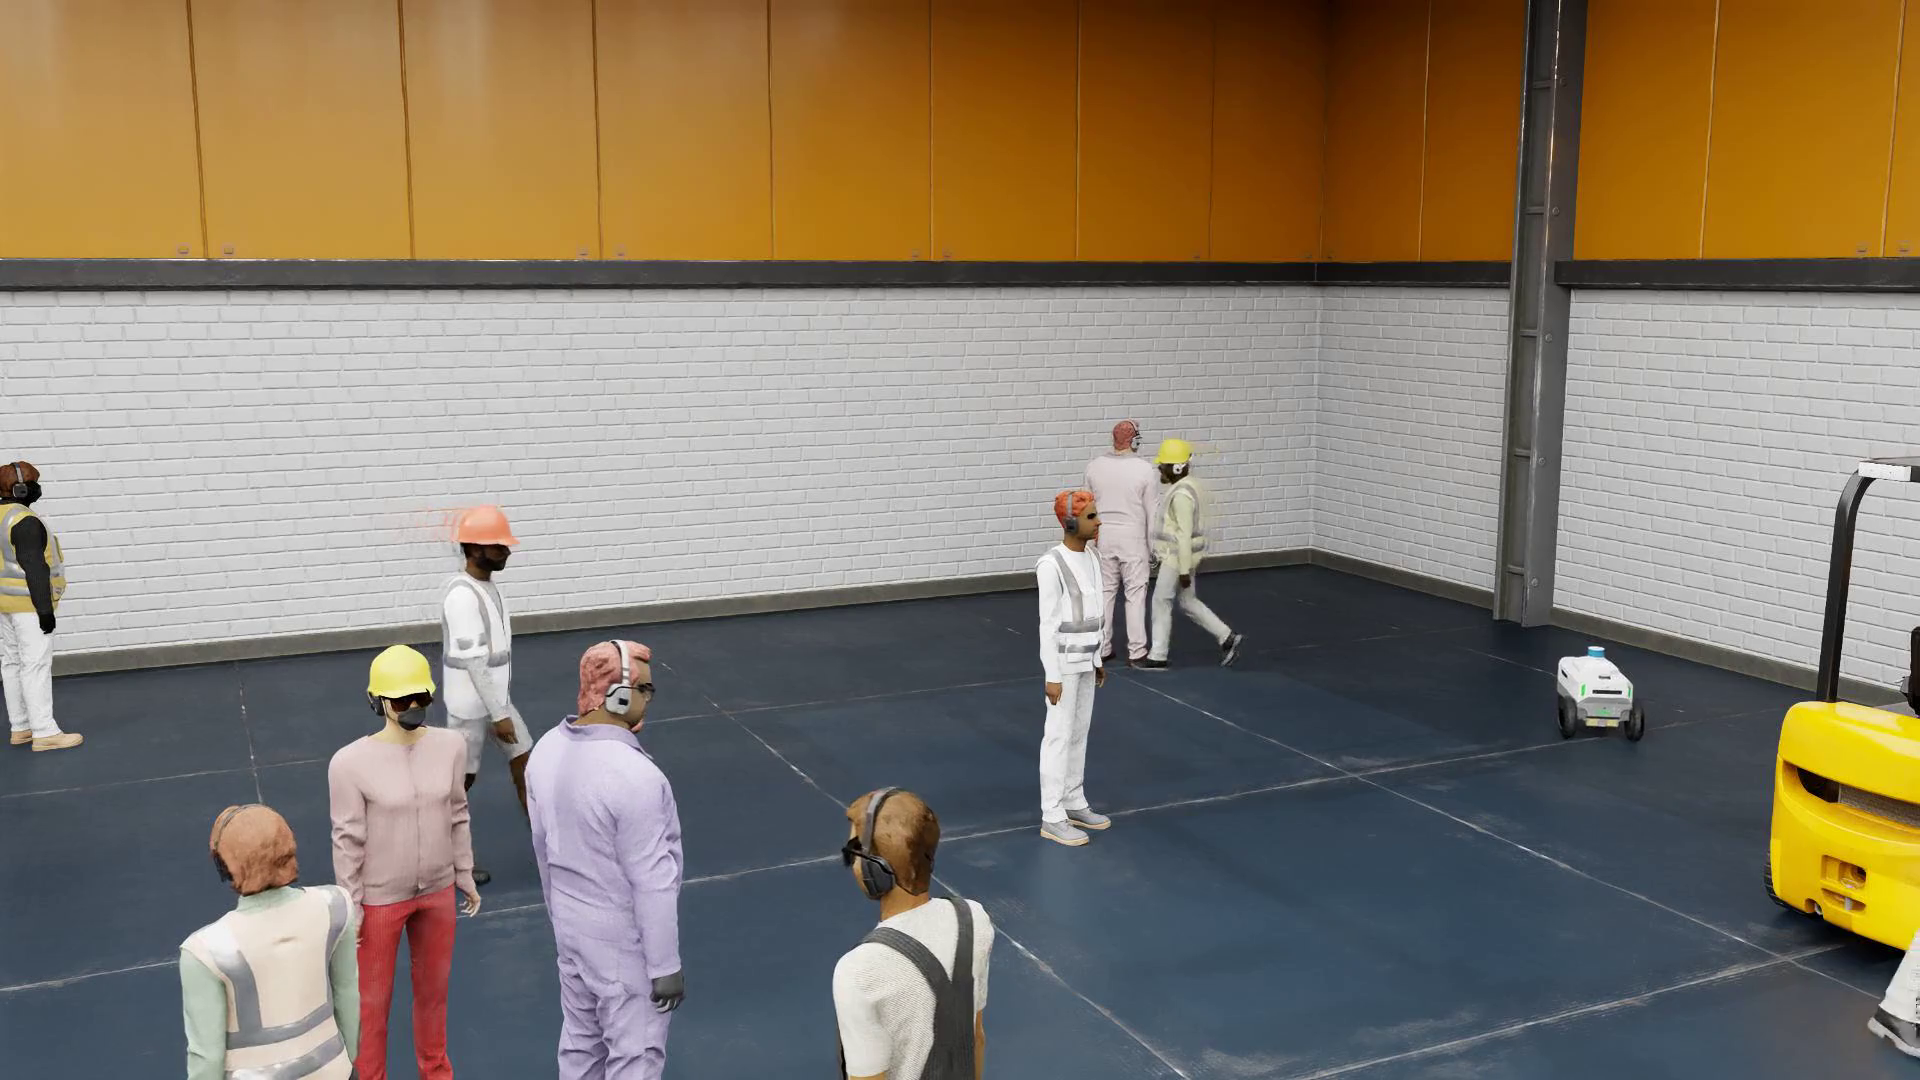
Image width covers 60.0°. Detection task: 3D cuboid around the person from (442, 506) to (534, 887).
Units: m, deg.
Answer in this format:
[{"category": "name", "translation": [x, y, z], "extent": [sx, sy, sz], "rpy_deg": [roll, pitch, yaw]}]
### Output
[{"category": "person", "translation": [-2.212, 0.785, 8.127], "extent": [0.914, 1.898, 0.558], "rpy_deg": [1, 9, 5]}]

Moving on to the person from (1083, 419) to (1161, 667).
[{"category": "person", "translation": [1.276, 0.022, 12.848], "extent": [0.651, 1.906, 0.403], "rpy_deg": [6, 11, 32]}]

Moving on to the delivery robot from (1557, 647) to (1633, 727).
[{"category": "delivery robot", "translation": [4.192, 0.948, 10.992], "extent": [0.477, 0.478, 0.707], "rpy_deg": [1, 9, 8]}]

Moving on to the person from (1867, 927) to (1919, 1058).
[{"category": "person", "translation": [3.941, 1.105, 6.457], "extent": [0.539, 1.803, 0.748], "rpy_deg": [8, 12, 41]}]

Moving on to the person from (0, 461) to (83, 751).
[{"category": "person", "translation": [-5.930, 0.417, 10.598], "extent": [0.621, 1.845, 0.429], "rpy_deg": [7, 12, 38]}]

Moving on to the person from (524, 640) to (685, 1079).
[{"category": "person", "translation": [-1.068, 1.251, 5.246], "extent": [0.639, 1.902, 0.406], "rpy_deg": [9, 13, 44]}]

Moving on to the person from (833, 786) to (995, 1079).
[{"category": "person", "translation": [-0.132, 1.483, 3.978], "extent": [0.346, 1.844, 0.505], "rpy_deg": [7, 11, 37]}]

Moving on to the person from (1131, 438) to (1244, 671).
[{"category": "person", "translation": [1.726, 0.124, 12.554], "extent": [0.773, 1.801, 0.594], "rpy_deg": [2, 9, 14]}]

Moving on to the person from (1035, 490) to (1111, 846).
[{"category": "person", "translation": [0.610, 0.669, 8.902], "extent": [0.351, 1.884, 0.582], "rpy_deg": [5, 11, 29]}]

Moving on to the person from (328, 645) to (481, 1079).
[{"category": "person", "translation": [-1.916, 1.229, 5.790], "extent": [0.322, 1.769, 0.523], "rpy_deg": [8, 12, 42]}]

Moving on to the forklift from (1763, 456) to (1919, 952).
[{"category": "forklift", "translation": [4.857, 0.731, 7.561], "extent": [2.313, 2.155, 1.214], "rpy_deg": [-4, 10, -25]}]

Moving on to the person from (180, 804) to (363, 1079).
[{"category": "person", "translation": [-1.833, 1.504, 4.483], "extent": [0.311, 1.639, 0.512], "rpy_deg": [6, 11, 35]}]
